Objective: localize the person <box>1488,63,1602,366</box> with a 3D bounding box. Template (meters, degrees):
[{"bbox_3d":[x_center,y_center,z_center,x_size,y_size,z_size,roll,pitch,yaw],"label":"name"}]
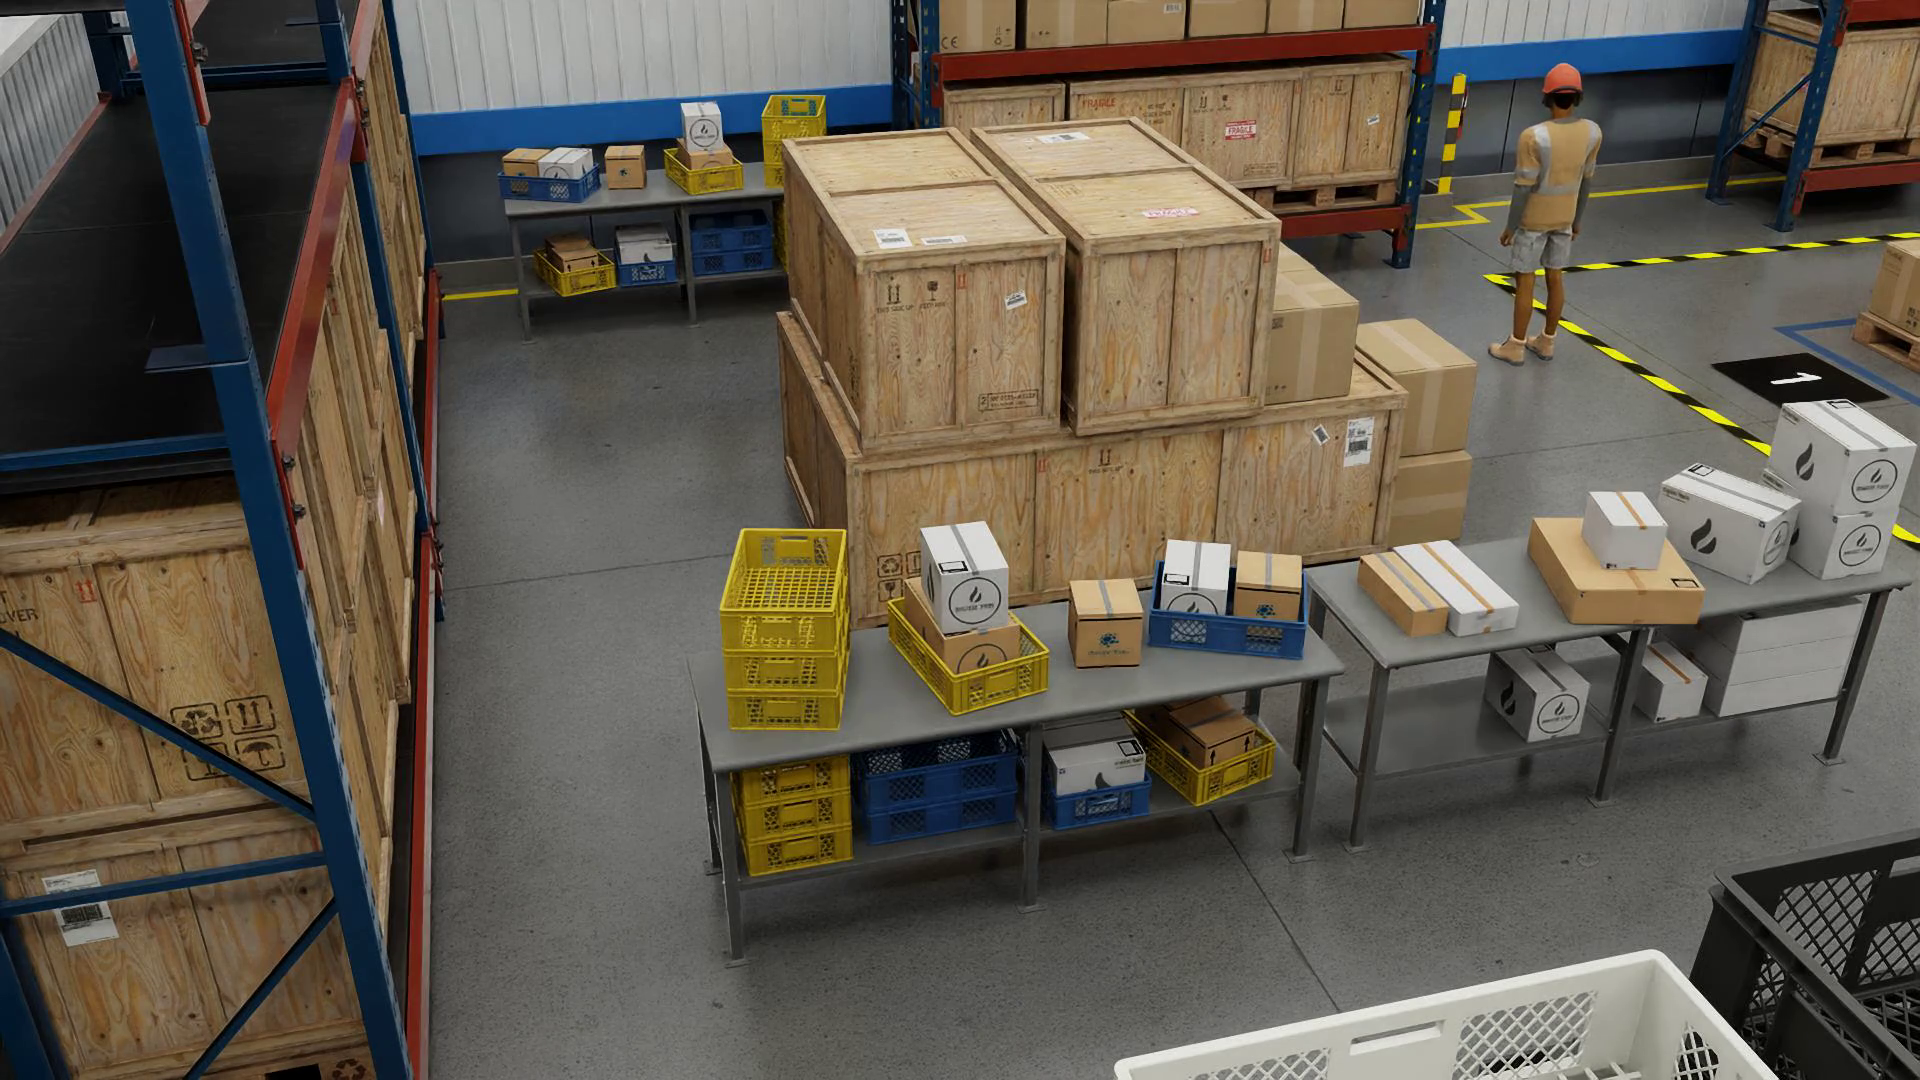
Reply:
[{"bbox_3d":[3.930,-2.175,11.236,0.607,2.035,0.400,-9,30,-16],"label":"person"}]
